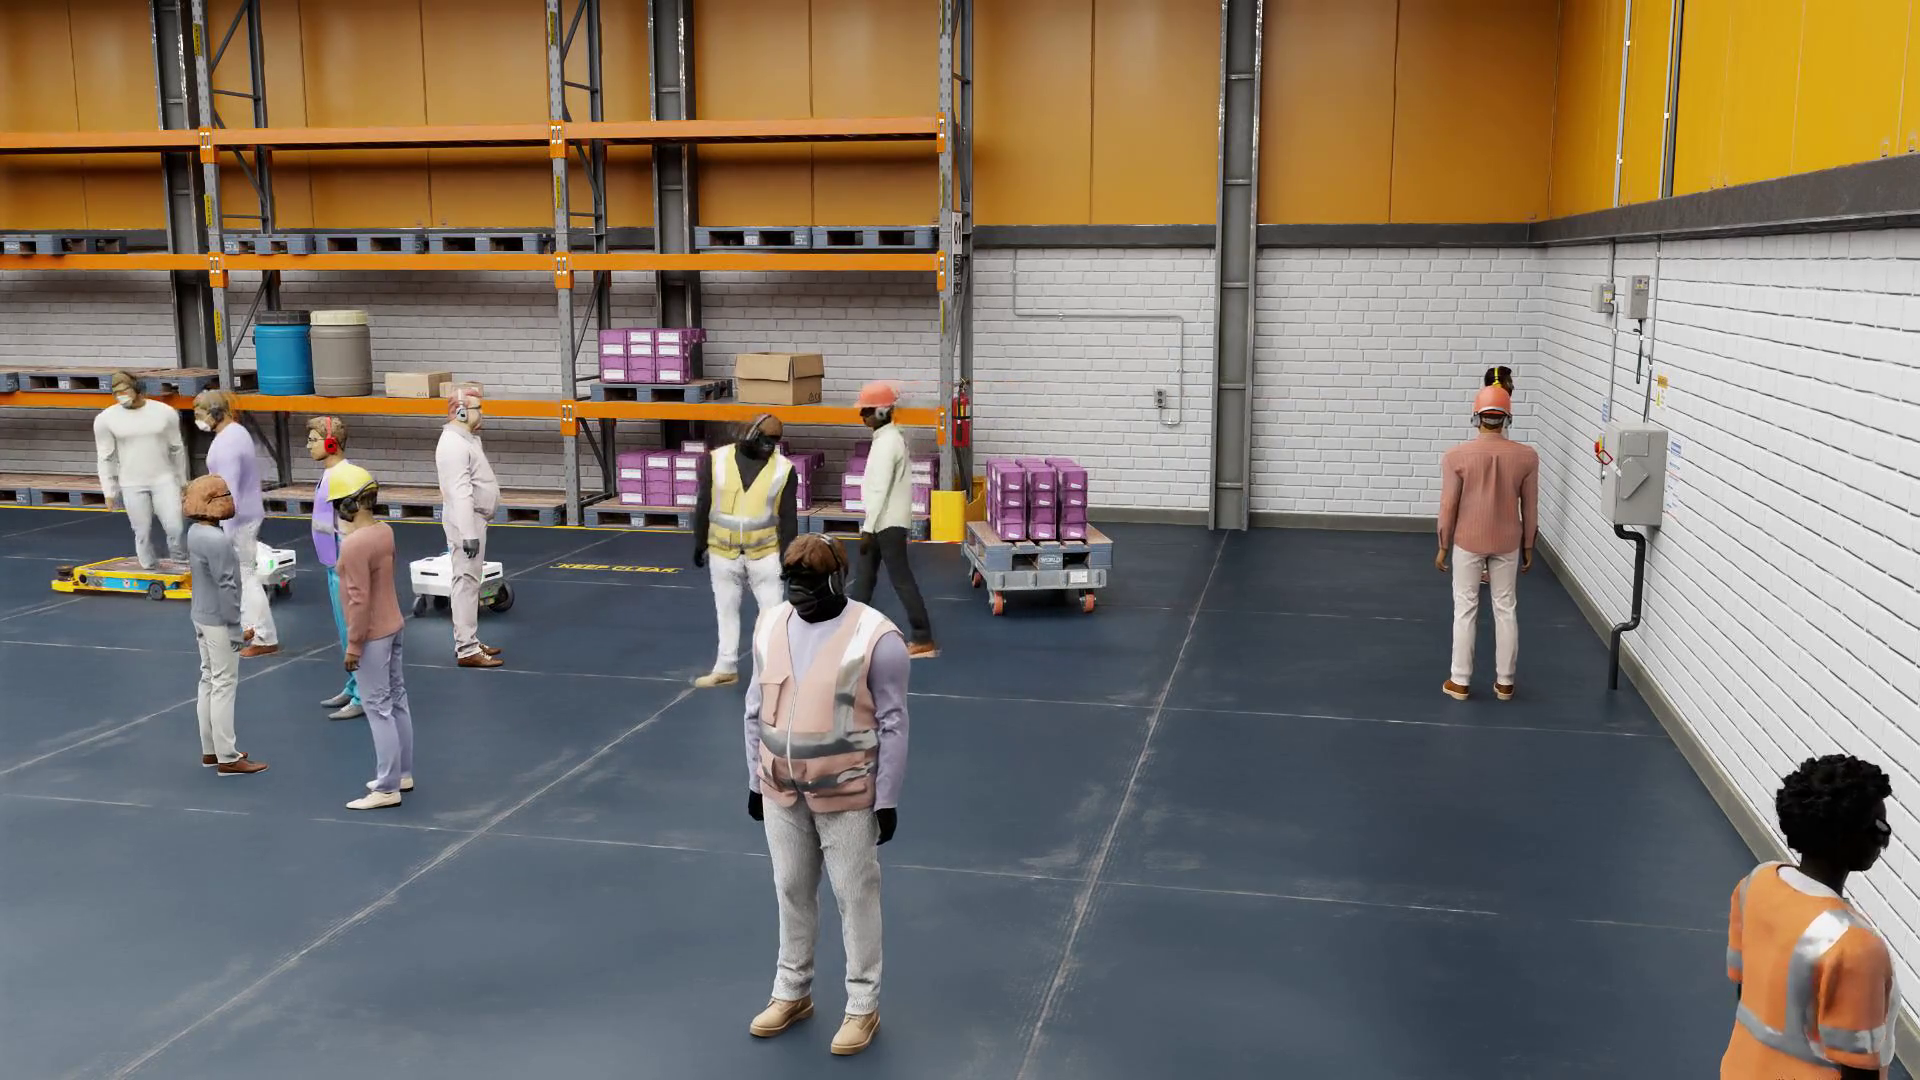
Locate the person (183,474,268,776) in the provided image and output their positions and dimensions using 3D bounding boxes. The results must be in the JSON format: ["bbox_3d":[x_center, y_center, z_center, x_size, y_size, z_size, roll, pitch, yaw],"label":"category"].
[{"bbox_3d":[-4.004,0.455,9.006,0.284,1.636,0.500,-8,13,-40],"label":"person"}]

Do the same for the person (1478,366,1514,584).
[{"bbox_3d":[4.600,-0.559,14.307,0.328,1.877,0.510,3,10,18],"label":"person"}]

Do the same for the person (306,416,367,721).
[{"bbox_3d":[-3.729,0.164,10.110,0.373,1.843,0.571,-5,11,-26],"label":"person"}]

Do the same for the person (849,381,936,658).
[{"bbox_3d":[-0.598,-0.127,11.547,0.921,1.943,0.626,-1,10,-4],"label":"person"}]

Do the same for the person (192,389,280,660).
[{"bbox_3d":[-5.035,-0.106,11.578,0.535,1.890,0.680,-3,10,-19],"label":"person"}]

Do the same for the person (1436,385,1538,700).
[{"bbox_3d":[3.321,0.021,10.515,0.626,1.993,0.396,0,10,2],"label":"person"}]

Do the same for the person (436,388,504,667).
[{"bbox_3d":[-3.359,-0.088,11.414,0.410,1.912,0.643,-3,10,-17],"label":"person"}]

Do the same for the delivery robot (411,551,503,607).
[{"bbox_3d":[-3.934,0.275,12.993,0.707,0.478,0.477,4,10,24],"label":"delivery robot"}]

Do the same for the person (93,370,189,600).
[{"bbox_3d":[-6.643,-0.438,13.527,0.658,1.897,0.451,-6,11,-30],"label":"person"}]

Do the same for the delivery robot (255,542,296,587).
[{"bbox_3d":[-5.768,0.188,13.508,0.707,0.478,0.477,3,10,15],"label":"delivery robot"}]

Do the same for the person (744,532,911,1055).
[{"bbox_3d":[-0.494,0.883,5.867,0.635,1.842,0.429,5,11,26],"label":"person"}]

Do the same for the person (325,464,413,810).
[{"bbox_3d":[-3.010,0.491,8.445,0.343,1.757,0.526,0,10,1],"label":"person"}]

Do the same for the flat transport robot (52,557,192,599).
[{"bbox_3d":[-6.778,0.304,13.938,1.431,0.197,0.652,3,10,15],"label":"flat transport robot"}]

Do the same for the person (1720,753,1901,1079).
[{"bbox_3d":[1.914,1.312,3.791,0.352,1.698,0.556,0,10,0],"label":"person"}]

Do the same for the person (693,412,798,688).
[{"bbox_3d":[-1.405,0.080,10.757,0.713,1.809,0.432,0,10,-2],"label":"person"}]
